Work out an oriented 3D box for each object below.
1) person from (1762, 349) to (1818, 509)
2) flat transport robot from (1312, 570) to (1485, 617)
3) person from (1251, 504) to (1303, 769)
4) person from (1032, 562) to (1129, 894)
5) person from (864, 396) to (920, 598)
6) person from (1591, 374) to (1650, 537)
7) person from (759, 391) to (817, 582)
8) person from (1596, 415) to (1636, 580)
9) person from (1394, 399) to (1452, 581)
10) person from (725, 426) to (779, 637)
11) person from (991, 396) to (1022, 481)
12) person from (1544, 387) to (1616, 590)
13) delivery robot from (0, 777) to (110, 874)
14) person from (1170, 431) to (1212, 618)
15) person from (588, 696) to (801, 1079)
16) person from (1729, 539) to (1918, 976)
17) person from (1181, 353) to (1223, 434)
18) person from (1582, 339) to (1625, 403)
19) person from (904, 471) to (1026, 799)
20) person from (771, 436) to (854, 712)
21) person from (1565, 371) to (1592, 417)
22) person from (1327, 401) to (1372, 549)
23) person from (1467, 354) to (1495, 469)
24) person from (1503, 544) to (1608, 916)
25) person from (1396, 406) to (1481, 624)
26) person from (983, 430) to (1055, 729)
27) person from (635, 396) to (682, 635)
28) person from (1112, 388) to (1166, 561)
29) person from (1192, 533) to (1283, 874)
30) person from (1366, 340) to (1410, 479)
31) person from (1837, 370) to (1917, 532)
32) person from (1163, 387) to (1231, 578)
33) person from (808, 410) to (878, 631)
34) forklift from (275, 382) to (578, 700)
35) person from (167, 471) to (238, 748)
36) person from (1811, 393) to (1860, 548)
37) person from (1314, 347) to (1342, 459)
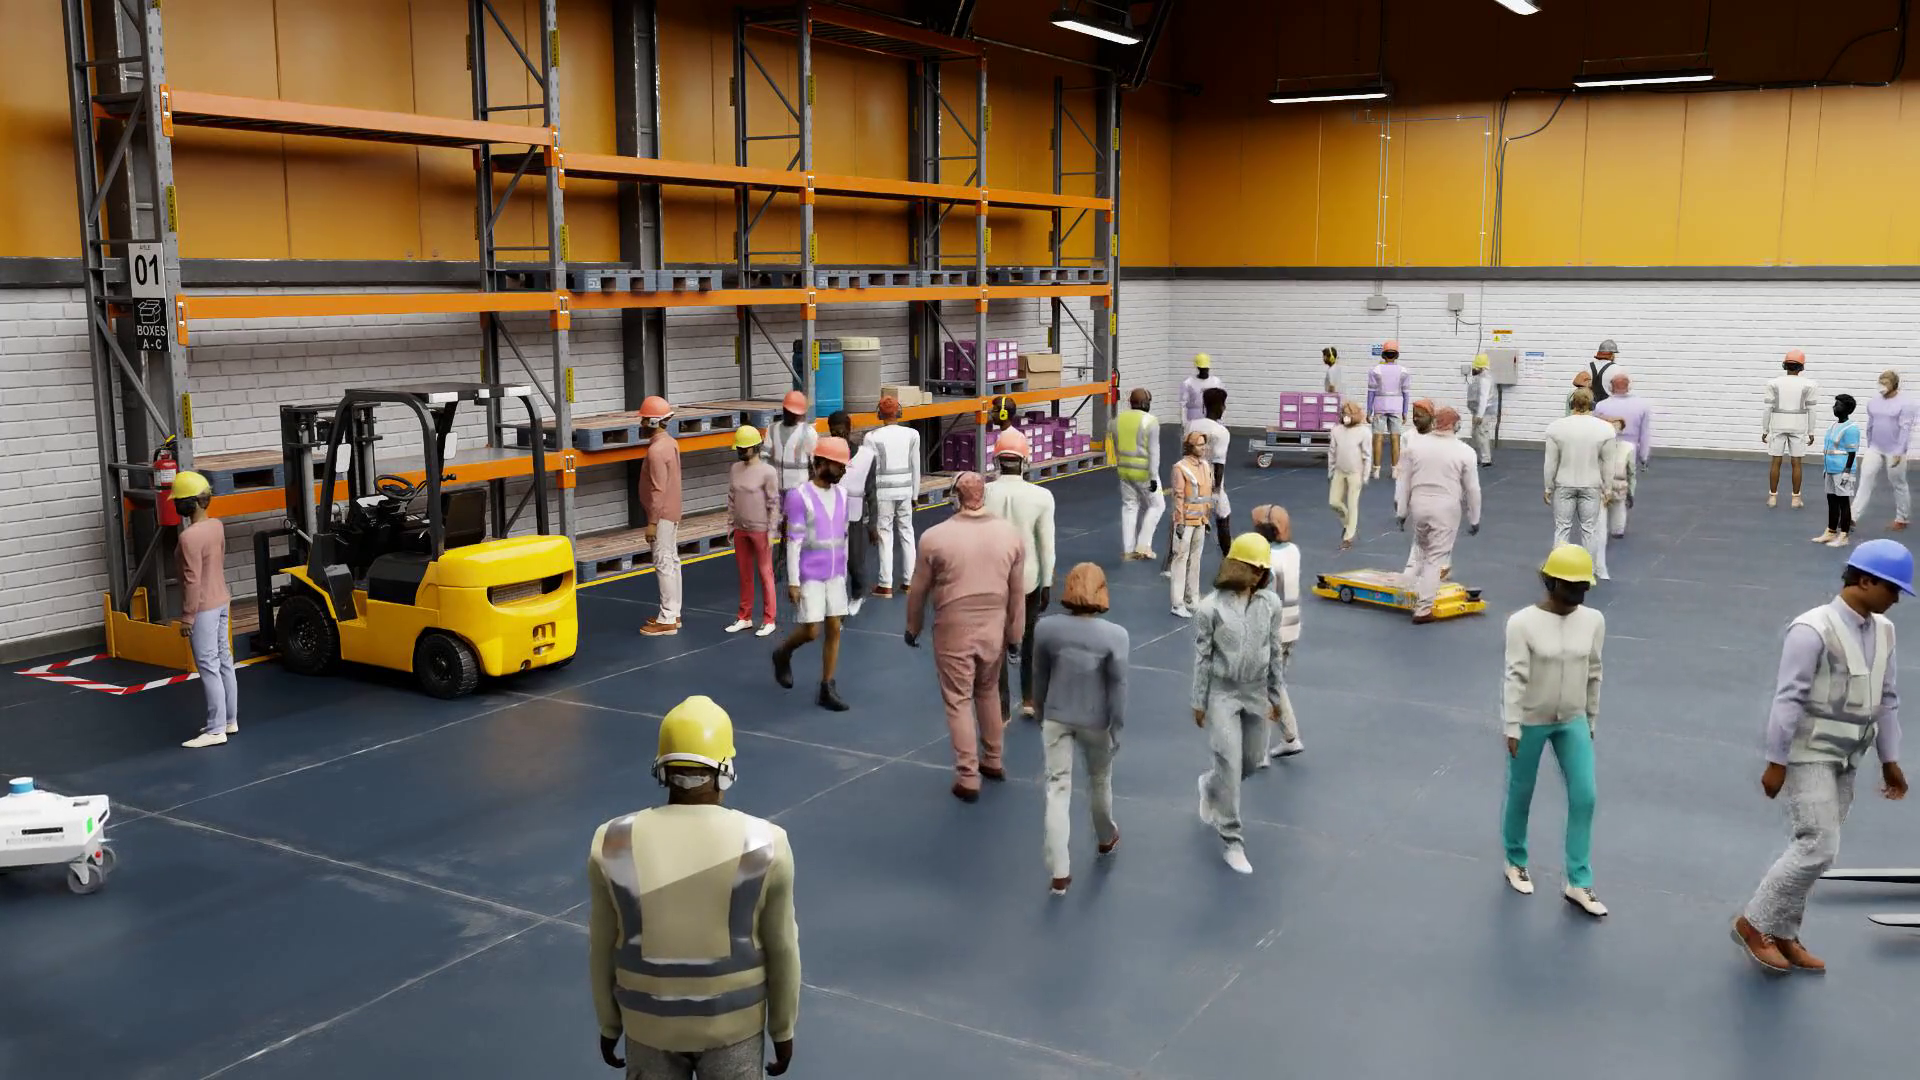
[{"bbox_3d":[10.645,-1.425,21.364,0.613,2.041,0.393,5,10,29],"label":"person"},{"bbox_3d":[3.966,0.462,15.097,0.652,0.197,1.431,-7,11,-37],"label":"flat transport robot"},{"bbox_3d":[1.872,0.587,10.085,0.382,1.629,0.558,6,11,35],"label":"person"},{"bbox_3d":[0.603,0.895,8.274,0.515,1.587,0.843,3,9,16],"label":"person"},{"bbox_3d":[-0.636,-0.402,15.476,0.575,1.883,0.362,-5,10,-27],"label":"person"},{"bbox_3d":[7.556,-0.989,19.211,0.670,1.852,1.014,1,9,3],"label":"person"},{"bbox_3d":[-1.675,-0.544,16.414,0.566,1.871,0.970,5,10,29],"label":"person"},{"bbox_3d":[6.422,-0.440,16.547,0.523,1.626,0.600,0,9,-2],"label":"person"},{"bbox_3d":[4.477,-0.445,15.946,1.037,1.824,0.586,-7,12,-39],"label":"person"},{"bbox_3d":[-1.737,-0.076,13.833,0.524,1.760,0.328,6,11,34],"label":"person"},{"bbox_3d":[0.436,-0.417,15.618,0.309,1.868,0.535,1,9,5],"label":"person"},{"bbox_3d":[5.879,-0.486,15.824,0.636,1.939,0.364,3,10,18],"label":"person"},{"bbox_3d":[-4.540,1.398,8.080,0.707,0.478,0.477,-2,9,-14],"label":"delivery robot"},{"bbox_3d":[2.037,-0.147,14.637,0.307,1.642,0.514,7,12,39],"label":"person"},{"bbox_3d":[-0.749,1.348,4.750,0.594,1.824,0.403,0,9,-3],"label":"person"},{"bbox_3d":[3.730,0.933,7.112,0.660,1.894,0.497,-5,11,-30],"label":"person"},{"bbox_3d":[3.375,-1.642,23.132,0.601,1.909,0.435,-1,9,-5],"label":"person"},{"bbox_3d":[9.613,-1.974,24.795,0.537,2.000,0.688,-7,12,-39],"label":"person"},{"bbox_3d":[0.037,0.540,9.624,0.661,1.878,0.631,-4,10,-22],"label":"person"},{"bbox_3d":[-1.018,0.219,11.561,0.572,1.896,0.671,-8,12,-42],"label":"person"},{"bbox_3d":[8.805,-1.580,23.608,0.278,1.633,0.507,-4,10,-24],"label":"person"},{"bbox_3d":[4.274,-0.713,18.229,0.509,1.618,0.420,7,11,37],"label":"person"},{"bbox_3d":[8.018,-1.983,25.642,0.468,1.786,0.620,1,9,6],"label":"person"},{"bbox_3d":[2.830,0.890,7.861,0.540,1.737,0.763,-1,9,-6],"label":"person"},{"bbox_3d":[4.204,-0.228,14.432,0.673,1.861,0.907,8,12,42],"label":"person"},{"bbox_3d":[0.327,0.249,11.143,0.617,1.970,0.696,0,9,3],"label":"person"},{"bbox_3d":[-2.505,-0.204,13.893,0.377,1.995,0.608,0,9,2],"label":"person"},{"bbox_3d":[1.875,-0.678,17.374,0.482,1.819,0.647,-8,12,-41],"label":"person"},{"bbox_3d":[1.406,0.787,8.605,0.490,1.712,0.733,-3,10,-18],"label":"person"},{"bbox_3d":[6.265,-1.905,24.389,0.606,2.039,0.400,0,9,3],"label":"person"},{"bbox_3d":[10.674,-1.010,19.256,1.014,1.884,0.635,-4,10,-25],"label":"person"},{"bbox_3d":[2.417,-0.563,16.453,1.049,1.910,0.604,-8,12,-41],"label":"person"},{"bbox_3d":[-0.978,-0.168,14.050,0.598,1.884,0.796,1,9,4],"label":"person"},{"bbox_3d":[-3.974,-0.067,12.417,2.313,2.155,1.214,5,11,30],"label":"forklift"},{"bbox_3d":[-4.835,0.437,10.609,0.312,1.768,0.524,-1,9,-4],"label":"person"},{"bbox_3d":[9.667,-0.763,18.299,0.318,1.700,0.535,0,9,1],"label":"person"},{"bbox_3d":[6.079,-2.201,26.856,0.623,1.841,0.510,5,10,29],"label":"person"}]
